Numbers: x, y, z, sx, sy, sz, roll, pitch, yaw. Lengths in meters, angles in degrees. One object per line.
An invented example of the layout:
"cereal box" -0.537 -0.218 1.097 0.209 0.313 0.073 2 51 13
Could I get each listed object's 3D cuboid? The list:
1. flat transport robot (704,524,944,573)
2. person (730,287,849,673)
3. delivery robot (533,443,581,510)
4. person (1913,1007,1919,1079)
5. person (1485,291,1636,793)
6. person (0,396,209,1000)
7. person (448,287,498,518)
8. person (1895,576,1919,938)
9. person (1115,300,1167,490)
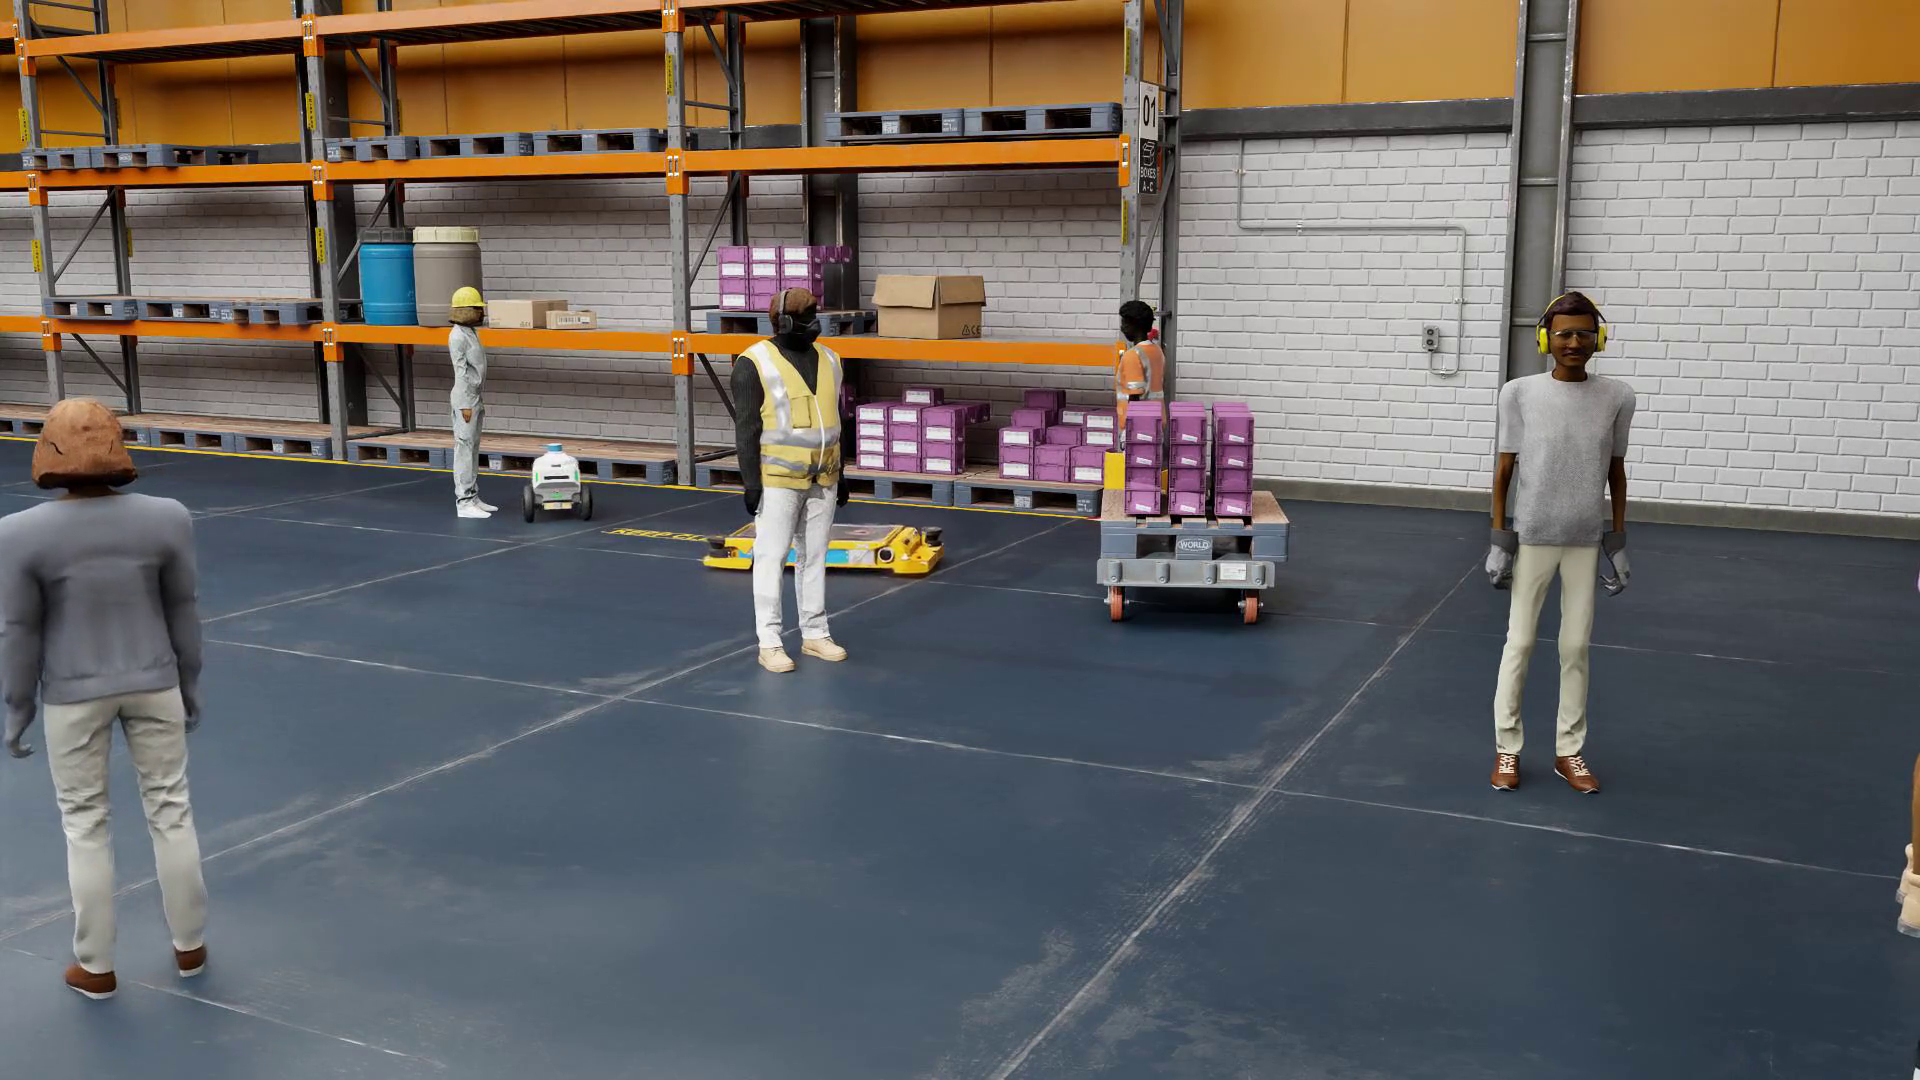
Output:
"flat transport robot" -0.857 0.040 10.646 1.431 0.197 0.652 1 10 8
"person" -0.792 -0.296 8.069 0.631 1.845 0.429 -9 13 -42
"delivery robot" -3.054 -0.489 12.593 0.477 0.478 0.707 -2 10 -13
"person" 2.484 0.395 3.905 0.370 1.915 0.597 7 12 37
"person" 2.237 0.017 6.207 0.524 1.871 0.325 1 10 6
"person" -2.310 0.429 4.519 0.503 1.633 0.281 -7 12 -36
"person" -3.714 -1.046 12.653 0.295 1.744 0.484 -1 10 -5
"person" 3.002 0.168 4.840 0.373 2.042 0.614 6 12 31
"person" 1.196 -0.740 11.040 0.319 1.692 0.539 5 11 26
